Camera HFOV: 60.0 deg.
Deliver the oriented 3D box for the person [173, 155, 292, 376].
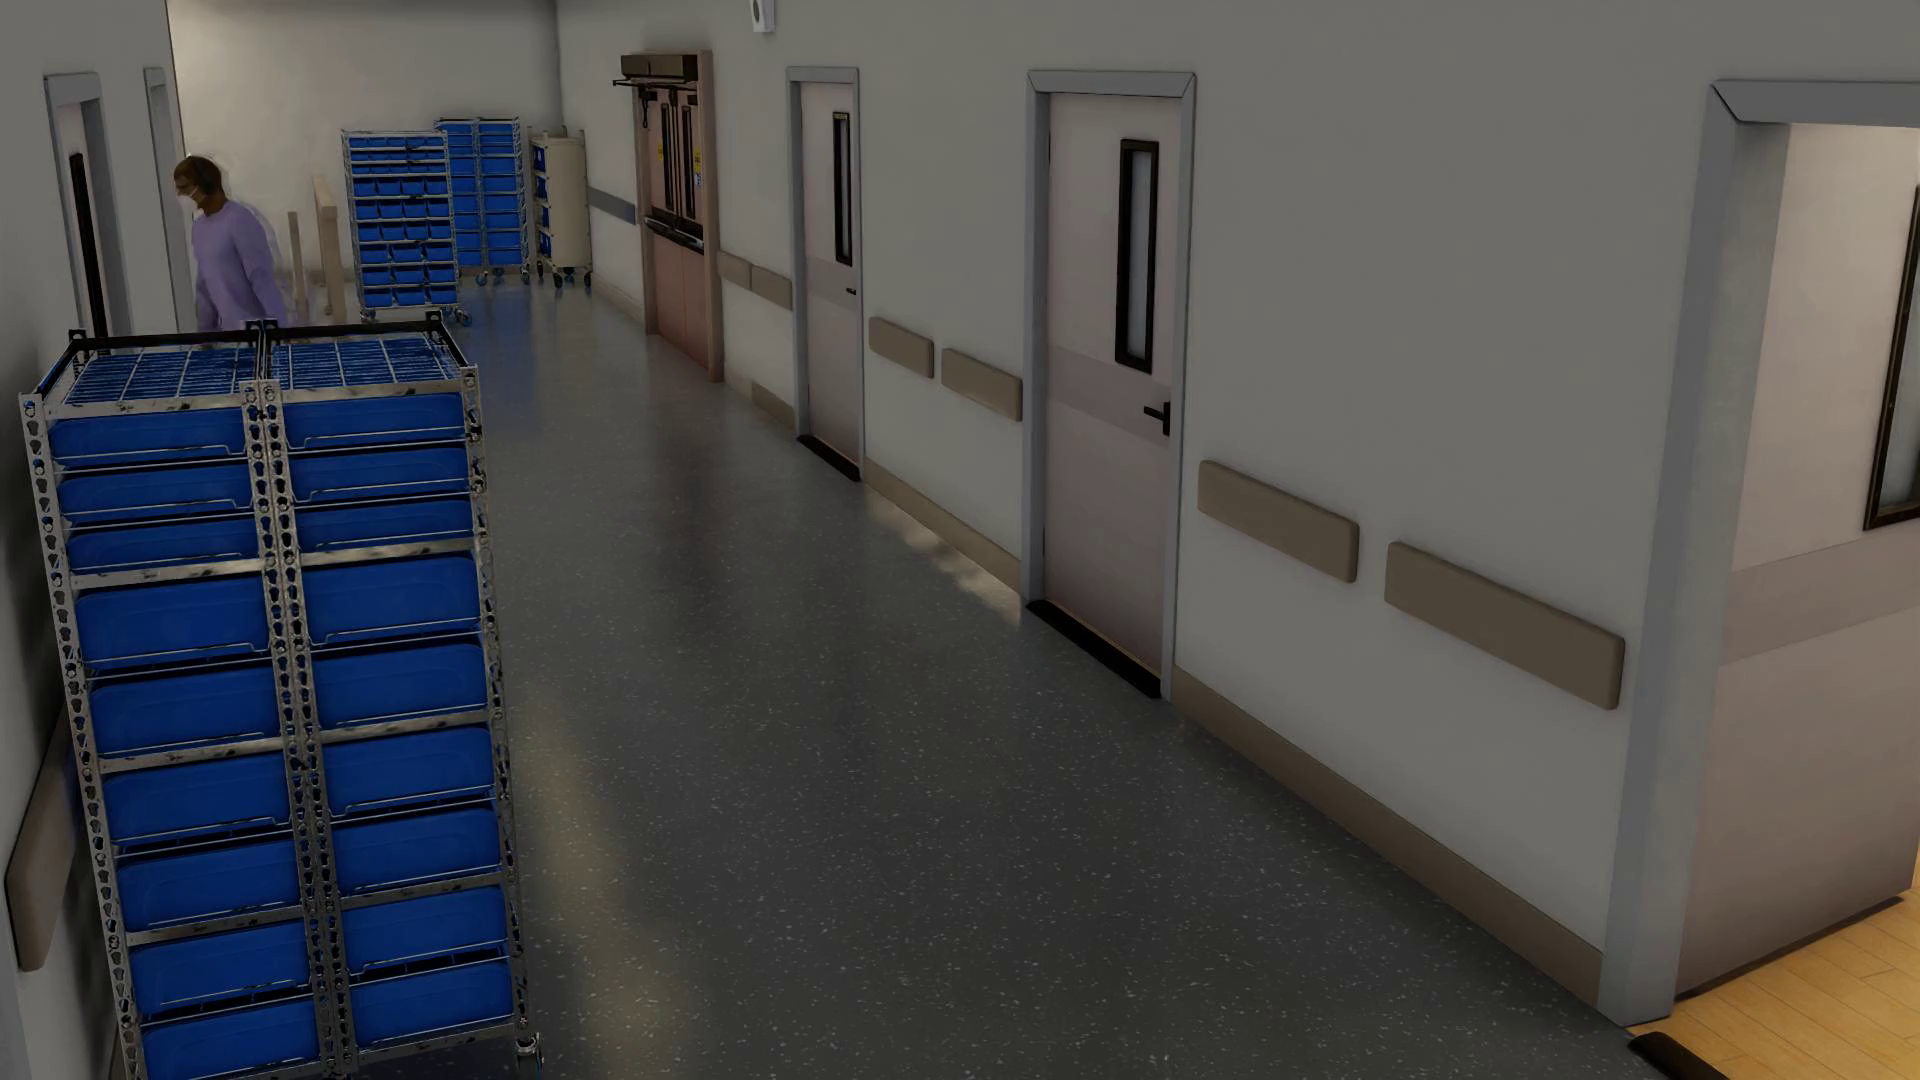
[{"bbox_3d":[-3.894,-1.089,8.903,0.721,1.884,0.865,14,21,40],"label":"person"}]
